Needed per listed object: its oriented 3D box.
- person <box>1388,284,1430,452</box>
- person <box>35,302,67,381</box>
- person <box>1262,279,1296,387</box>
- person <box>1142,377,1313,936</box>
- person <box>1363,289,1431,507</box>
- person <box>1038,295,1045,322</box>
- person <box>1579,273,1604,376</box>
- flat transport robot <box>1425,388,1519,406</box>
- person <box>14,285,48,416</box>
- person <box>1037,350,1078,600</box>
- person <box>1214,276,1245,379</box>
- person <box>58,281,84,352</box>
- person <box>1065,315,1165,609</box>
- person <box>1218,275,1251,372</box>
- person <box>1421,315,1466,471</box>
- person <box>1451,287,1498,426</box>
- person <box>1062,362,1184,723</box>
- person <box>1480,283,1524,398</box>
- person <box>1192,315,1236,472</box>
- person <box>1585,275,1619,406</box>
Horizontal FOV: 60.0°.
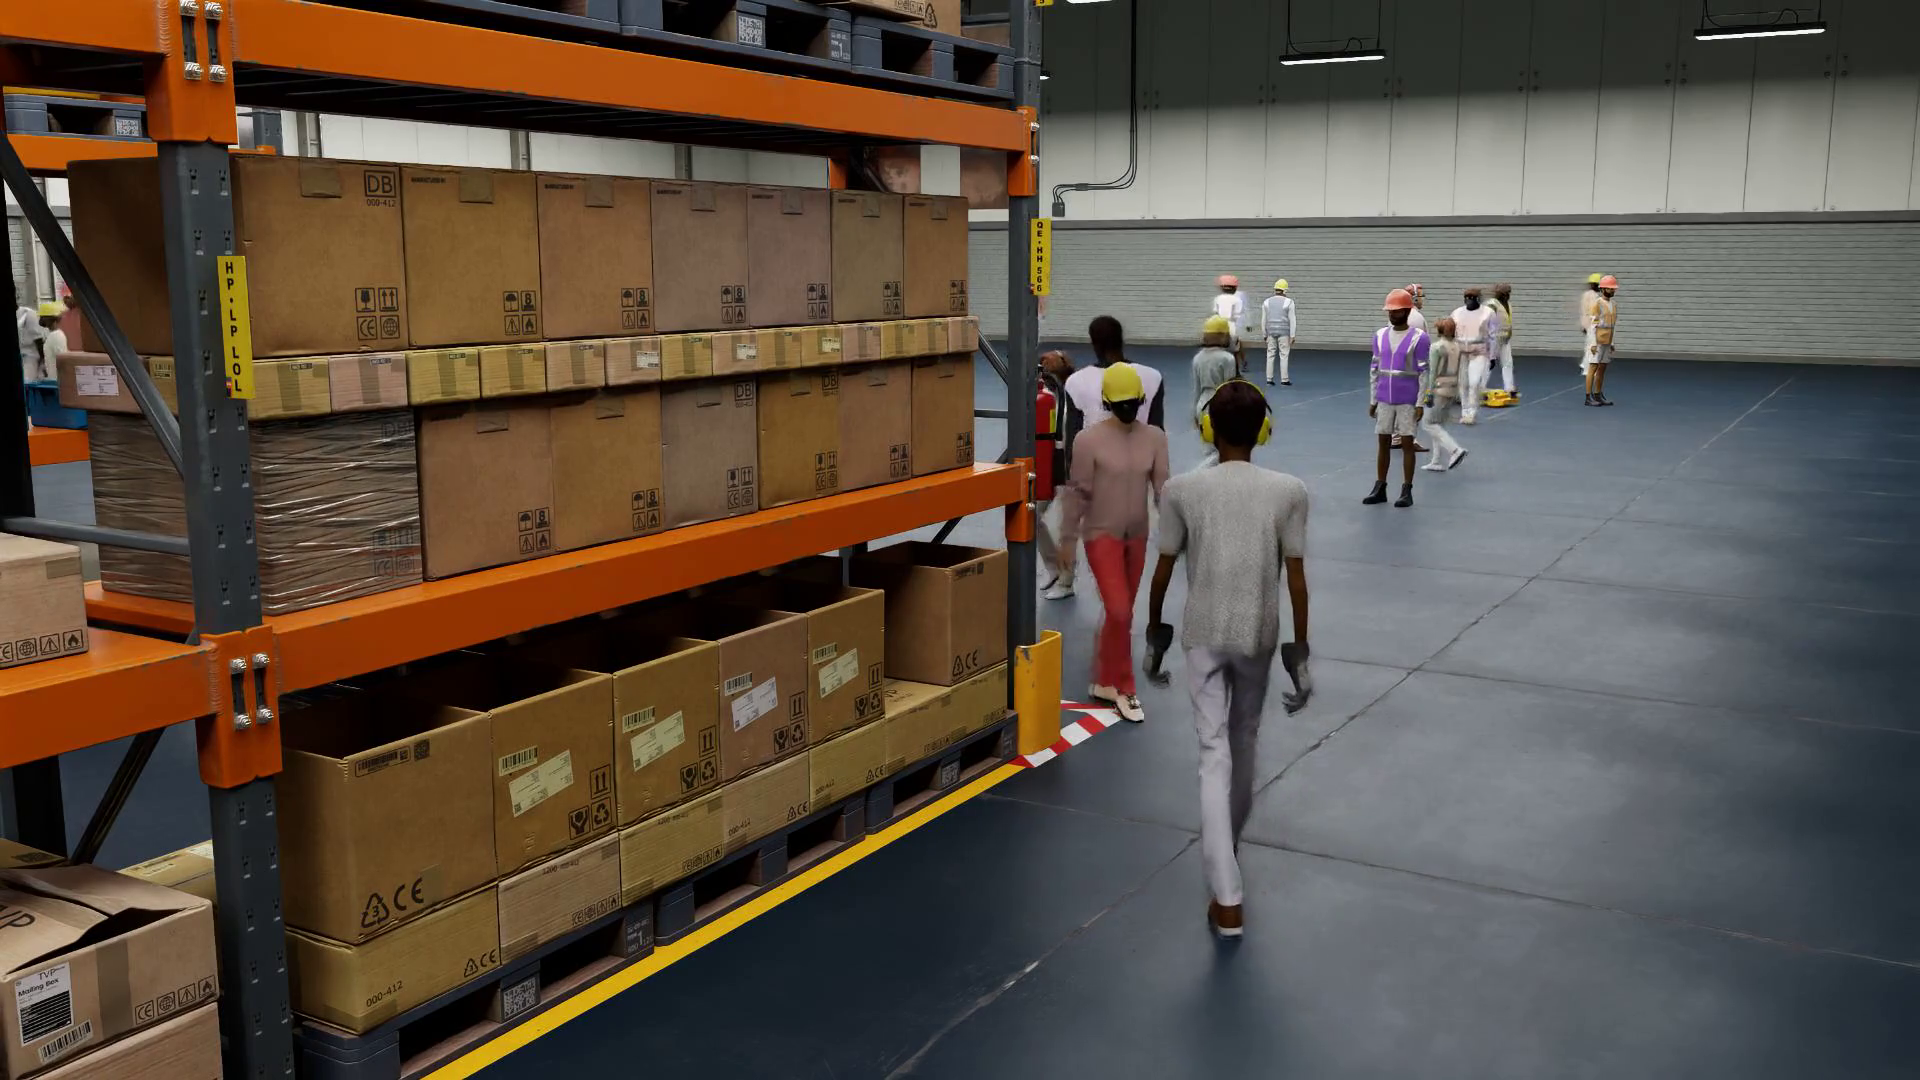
[{"bbox_3d":[5.162,-1.969,19.057,0.406,1.911,0.639,-2,10,-14],"label":"person"},{"bbox_3d":[-10.110,-1.809,18.692,0.932,1.727,0.534,-5,11,-28],"label":"person"},{"bbox_3d":[5.460,-3.531,28.420,0.599,1.830,0.404,6,12,33],"label":"person"},{"bbox_3d":[0.909,0.353,5.722,0.548,1.815,0.965,0,10,2],"label":"person"},{"bbox_3d":[3.892,-1.260,14.815,0.547,1.938,0.379,8,13,41],"label":"person"},{"bbox_3d":[1.705,-5.341,39.263,0.531,1.750,0.647,7,12,35],"label":"person"},{"bbox_3d":[11.809,-4.010,30.990,0.430,1.912,0.629,1,10,4],"label":"person"},{"bbox_3d":[7.601,-2.176,25.054,1.431,0.197,0.652,8,12,38],"label":"flat transport robot"},{"bbox_3d":[-11.206,-2.106,19.798,0.631,1.922,0.751,5,11,27],"label":"person"},{"bbox_3d":[0.626,-0.416,10.796,0.358,1.626,0.520,-9,13,-41],"label":"person"},{"bbox_3d":[4.594,-3.570,28.491,0.562,1.882,1.000,7,12,34],"label":"person"},{"bbox_3d":[-10.438,-2.149,19.994,0.617,1.964,0.872,3,10,16],"label":"person"},{"bbox_3d":[0.918,-0.385,9.857,0.607,1.881,0.606,1,10,9],"label":"person"},{"bbox_3d":[5.245,-4.123,31.822,0.838,1.874,0.569,-5,11,-26],"label":"person"},{"bbox_3d":[4.988,-1.493,17.088,0.530,1.622,0.464,-9,13,-43],"label":"person"},{"bbox_3d":[6.687,-2.411,21.909,0.654,1.816,0.727,7,12,36],"label":"person"},{"bbox_3d":[0.807,0.006,8.003,0.630,1.720,0.627,-6,11,-31],"label":"person"},{"bbox_3d":[8.460,-3.089,25.940,0.696,1.798,0.793,-9,14,-44],"label":"person"},{"bbox_3d":[2.155,-1.092,14.478,0.658,1.721,0.493,-6,12,-33],"label":"person"},{"bbox_3d":[9.571,-2.956,24.742,0.544,1.939,0.372,-7,12,-34],"label":"person"}]
